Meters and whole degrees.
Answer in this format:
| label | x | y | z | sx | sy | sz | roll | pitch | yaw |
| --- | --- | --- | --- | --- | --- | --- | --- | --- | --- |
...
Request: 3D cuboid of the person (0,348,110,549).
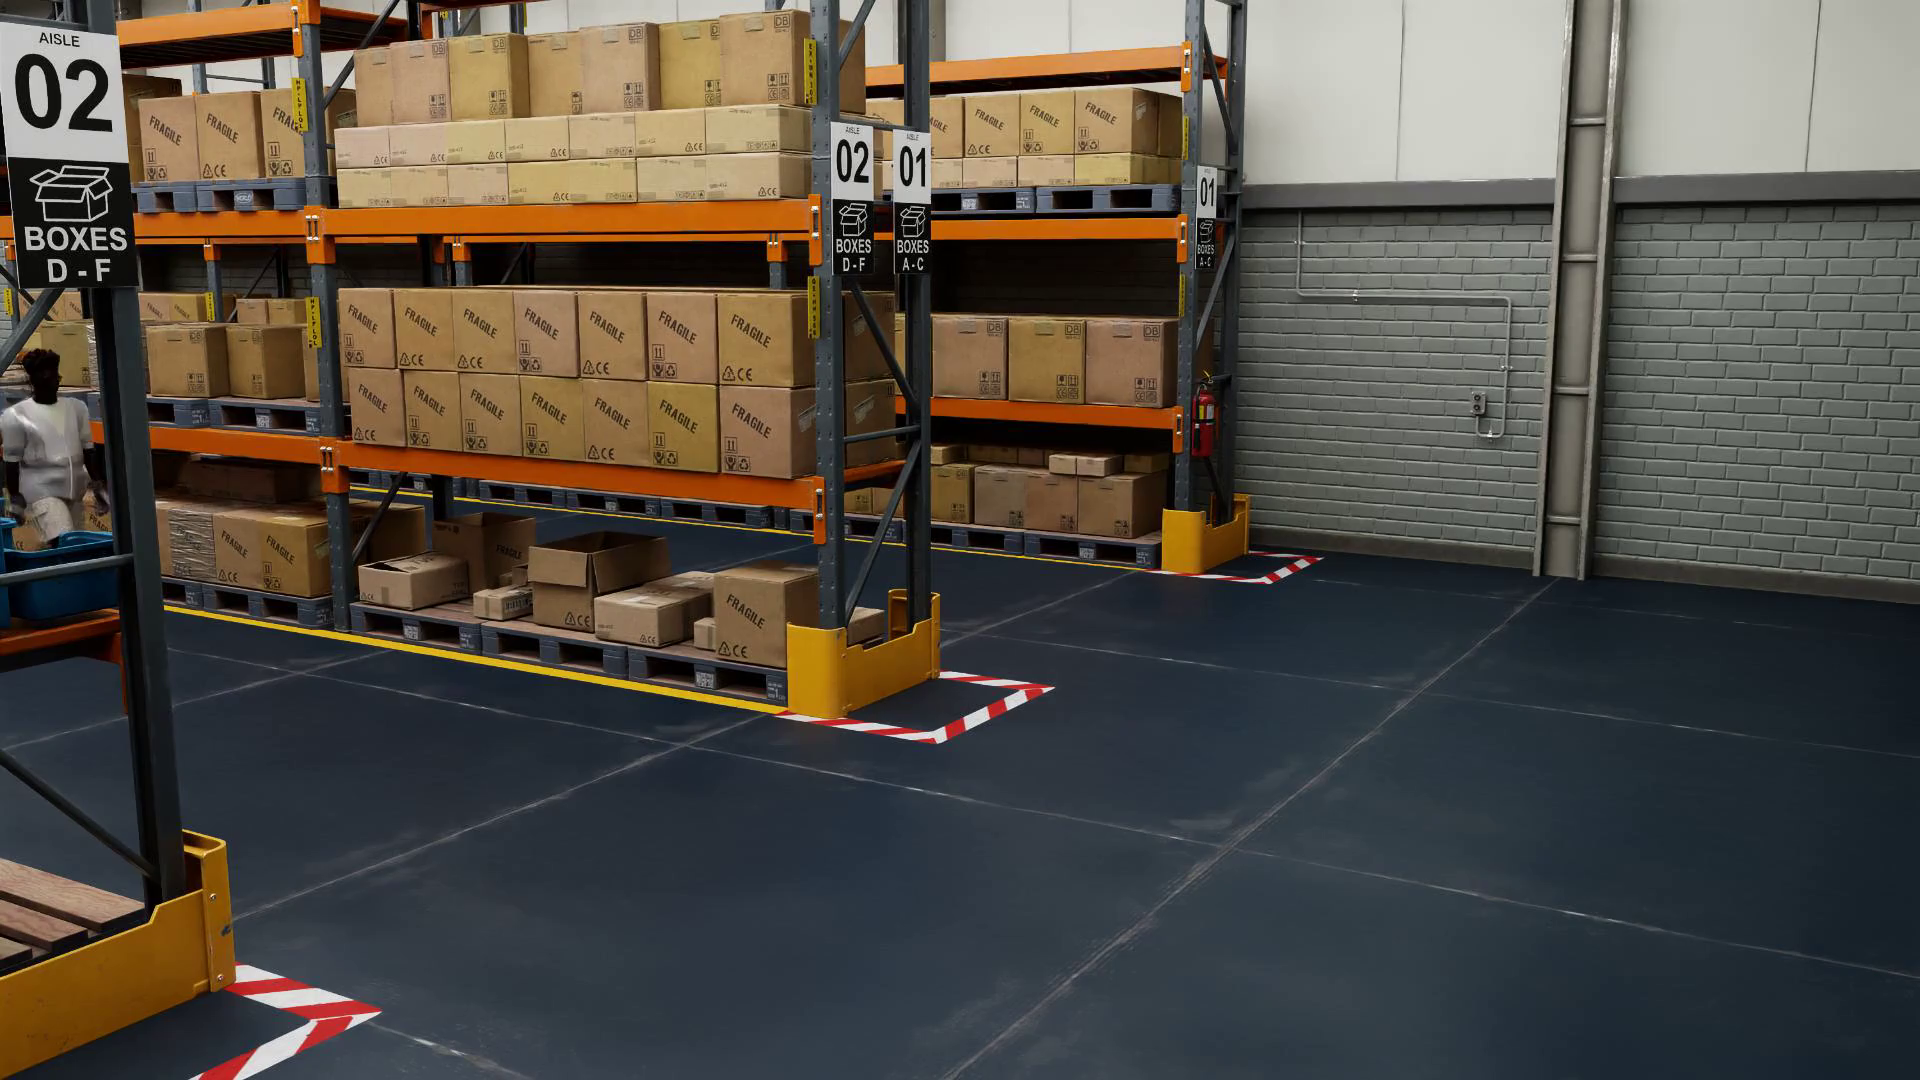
| label | x | y | z | sx | sy | sz | roll | pitch | yaw |
| --- | --- | --- | --- | --- | --- | --- | --- | --- | --- |
| person | -6.221 | -0.354 | 11.357 | 0.951 | 1.930 | 0.607 | 5 | 11 | 25 |
